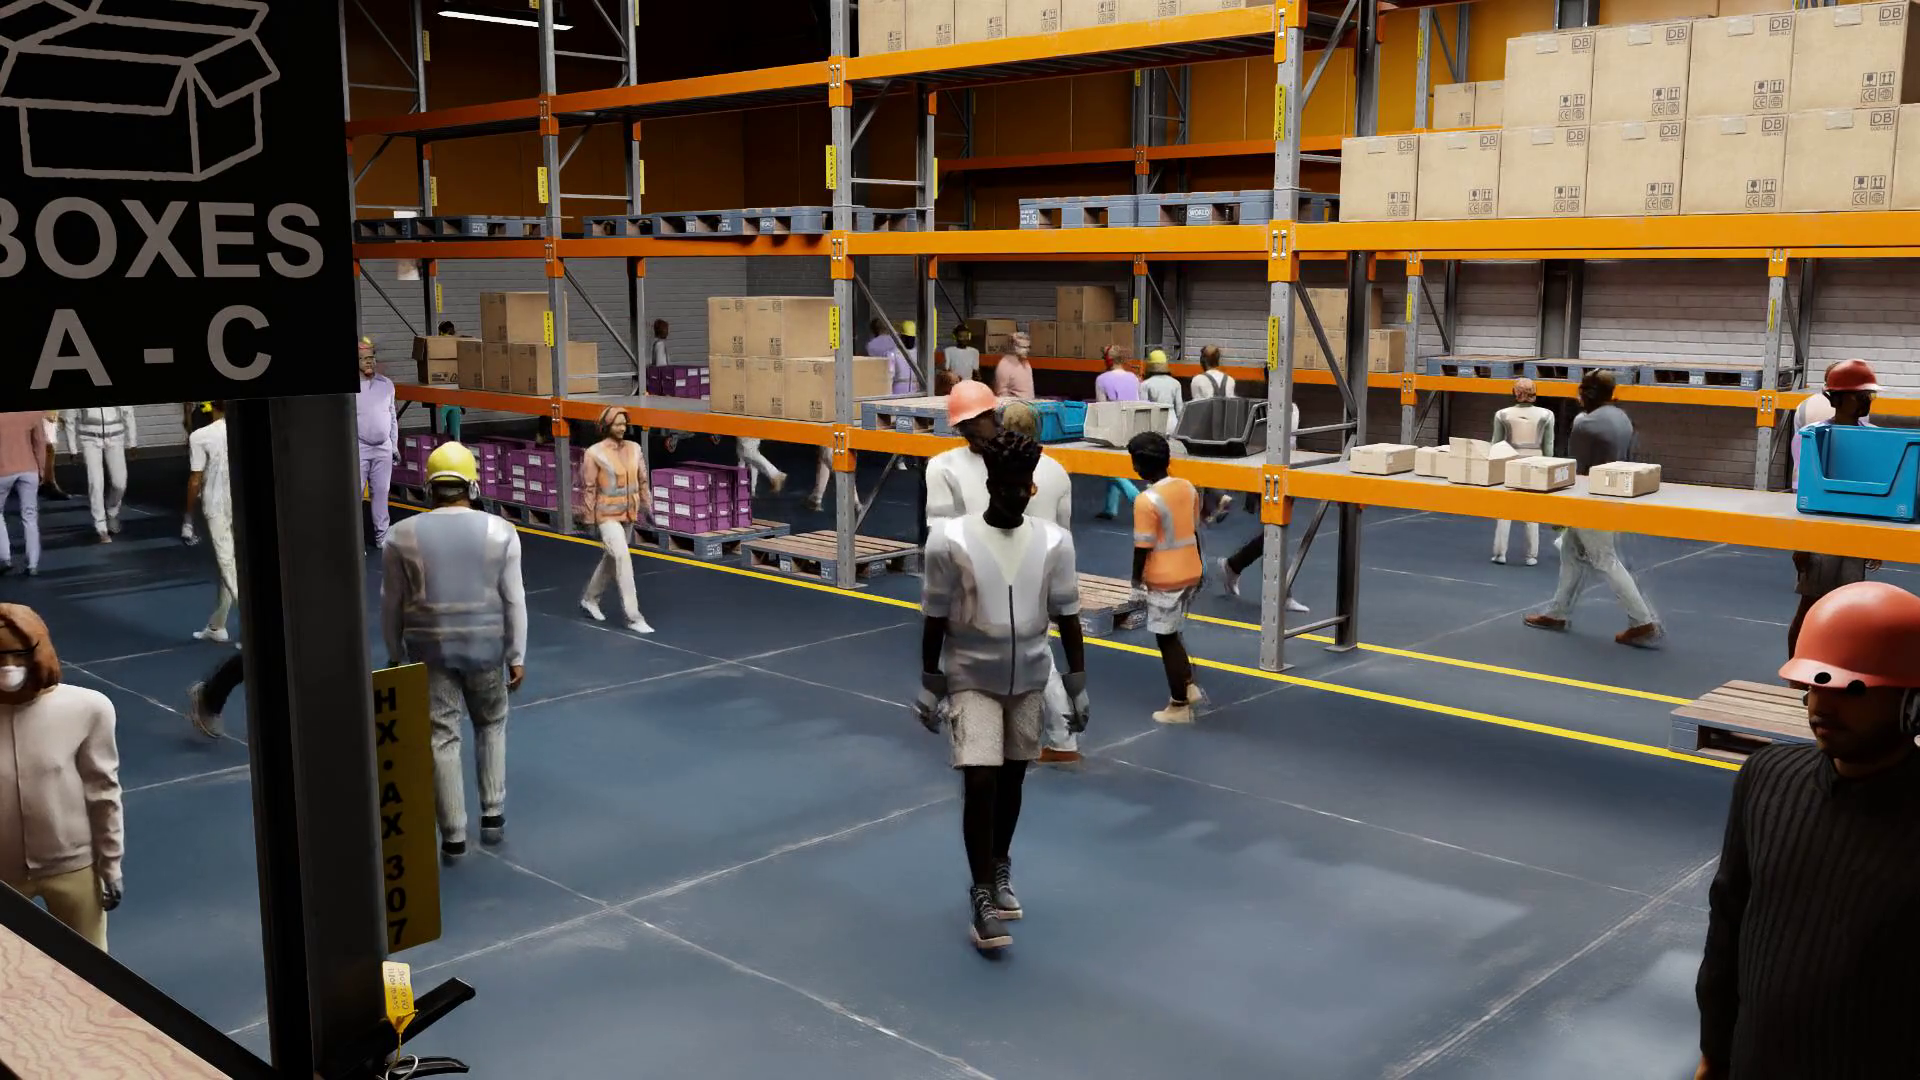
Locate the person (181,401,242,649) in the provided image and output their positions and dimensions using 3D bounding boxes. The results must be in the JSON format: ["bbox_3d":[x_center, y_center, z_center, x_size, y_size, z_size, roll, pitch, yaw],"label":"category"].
[{"bbox_3d":[-4.976,-0.159,11.209,0.833,1.846,0.538,4,10,22],"label":"person"}]

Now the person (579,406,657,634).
[{"bbox_3d":[-2.479,-0.165,11.894,0.839,1.604,0.524,6,11,33],"label":"person"}]

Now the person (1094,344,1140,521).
[{"bbox_3d":[1.626,-1.065,16.739,0.578,1.814,0.721,-8,12,-42],"label":"person"}]

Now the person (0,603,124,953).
[{"bbox_3d":[-2.684,0.975,4.815,0.492,1.625,0.284,-4,10,-25],"label":"person"}]

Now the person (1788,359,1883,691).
[{"bbox_3d":[5.072,-0.018,9.606,0.608,2.048,0.365,-3,10,-18],"label":"person"}]

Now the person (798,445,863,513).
[{"bbox_3d":[-1.343,-1.224,17.316,1.007,1.955,0.618,7,12,37],"label":"person"}]

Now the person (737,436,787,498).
[{"bbox_3d":[-2.242,-1.347,18.418,0.666,1.828,0.631,3,10,20],"label":"person"}]

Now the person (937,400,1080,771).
[{"bbox_3d":[0.260,0.218,8.667,1.031,1.871,0.618,8,12,41],"label":"person"}]

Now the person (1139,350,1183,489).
[{"bbox_3d":[2.173,-1.213,18.087,0.494,1.669,0.960,-4,10,-21],"label":"person"}]

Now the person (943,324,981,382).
[{"bbox_3d":[0.055,-1.880,21.647,0.551,1.839,0.580,-4,10,-22],"label":"person"}]

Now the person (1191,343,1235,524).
[{"bbox_3d":[2.526,-1.038,16.532,0.523,1.824,0.623,-5,10,-28],"label":"person"}]

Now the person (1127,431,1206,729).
[{"bbox_3d":[1.143,0.225,9.249,0.401,1.664,0.598,7,12,37],"label":"person"}]

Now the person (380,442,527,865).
[{"bbox_3d":[-2.209,0.479,7.277,0.613,1.805,0.604,-3,10,-16],"label":"person"}]

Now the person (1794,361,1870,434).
[{"bbox_3d":[6.836,-0.472,13.015,0.430,1.845,0.619,-4,10,-24],"label":"person"}]

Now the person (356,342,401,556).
[{"bbox_3d":[-5.312,-0.817,14.934,0.410,1.909,0.643,7,12,38],"label":"person"}]

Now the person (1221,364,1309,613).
[{"bbox_3d":[2.317,-0.426,12.585,0.791,1.897,0.595,9,13,43],"label":"person"}]

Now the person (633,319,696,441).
[{"bbox_3d":[-4.479,-2.360,24.668,1.030,1.825,0.641,-5,11,-30],"label":"person"}]

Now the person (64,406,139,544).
[{"bbox_3d":[-8.058,-0.907,15.613,0.628,1.866,0.517,-7,11,-35],"label":"person"}]

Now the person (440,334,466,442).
[{"bbox_3d":[-6.325,-1.661,20.538,0.325,1.767,0.533,6,11,33],"label":"person"}]

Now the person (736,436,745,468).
[{"bbox_3d":[-2.731,-1.717,20.651,0.430,1.845,0.624,2,9,10],"label":"person"}]

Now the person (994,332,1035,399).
[{"bbox_3d":[0.536,-1.337,18.216,0.668,1.879,0.688,5,10,27],"label":"person"}]

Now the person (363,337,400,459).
[{"bbox_3d":[-7.430,-1.698,20.900,0.733,1.722,0.534,3,10,17],"label":"person"}]

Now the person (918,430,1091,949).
[{"bbox_3d":[0.209,0.564,6.326,0.640,1.944,0.744,-3,10,-19],"label":"person"}]

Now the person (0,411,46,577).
[{"bbox_3d":[-7.888,-0.556,13.831,0.538,1.751,0.546,-9,13,-44],"label":"person"}]

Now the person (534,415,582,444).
[{"bbox_3d":[-5.890,-2.214,24.298,0.556,1.648,0.870,6,11,33],"label":"person"}]

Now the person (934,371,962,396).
[{"bbox_3d":[-0.083,-0.751,15.400,0.566,1.610,0.524,6,11,31],"label":"person"}]

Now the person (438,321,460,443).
[{"bbox_3d":[-6.885,-2.008,22.380,0.315,1.860,0.505,8,12,40],"label":"person"}]

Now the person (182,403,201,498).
[{"bbox_3d":[-8.409,-1.430,18.778,0.672,1.881,0.608,0,9,-1],"label":"person"}]

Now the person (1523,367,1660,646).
[{"bbox_3d":[4.405,-0.236,11.432,1.000,1.897,0.647,9,13,44],"label":"person"}]

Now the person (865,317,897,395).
[{"bbox_3d":[-1.087,-2.176,23.341,0.659,1.868,1.062,-5,11,-30],"label":"person"}]

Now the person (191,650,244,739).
[{"bbox_3d":[-3.661,0.167,8.761,0.792,1.954,0.649,3,10,18],"label":"person"}]

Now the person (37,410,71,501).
[{"bbox_3d":[-10.251,-1.375,18.479,0.760,1.892,0.625,1,9,7],"label":"person"}]

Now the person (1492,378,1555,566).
[{"bbox_3d":[4.840,-0.579,14.338,0.513,1.631,0.316,3,10,19],"label":"person"}]

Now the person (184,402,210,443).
[{"bbox_3d":[-7.284,-1.153,16.580,0.698,2.000,0.894,-1,9,-3],"label":"person"}]

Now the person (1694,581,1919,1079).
[{"bbox_3d":[1.656,1.059,3.157,0.379,1.996,0.609,-5,11,-29],"label":"person"}]

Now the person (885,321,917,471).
[{"bbox_3d":[-0.648,-1.795,20.931,0.614,1.896,0.780,-4,10,-24],"label":"person"}]

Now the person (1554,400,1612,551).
[{"bbox_3d":[5.431,-0.568,14.297,0.511,1.609,0.692,-7,12,-37],"label":"person"}]

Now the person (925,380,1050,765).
[{"bbox_3d":[0.155,0.208,8.338,0.643,2.007,0.495,-1,9,-8],"label":"person"}]
